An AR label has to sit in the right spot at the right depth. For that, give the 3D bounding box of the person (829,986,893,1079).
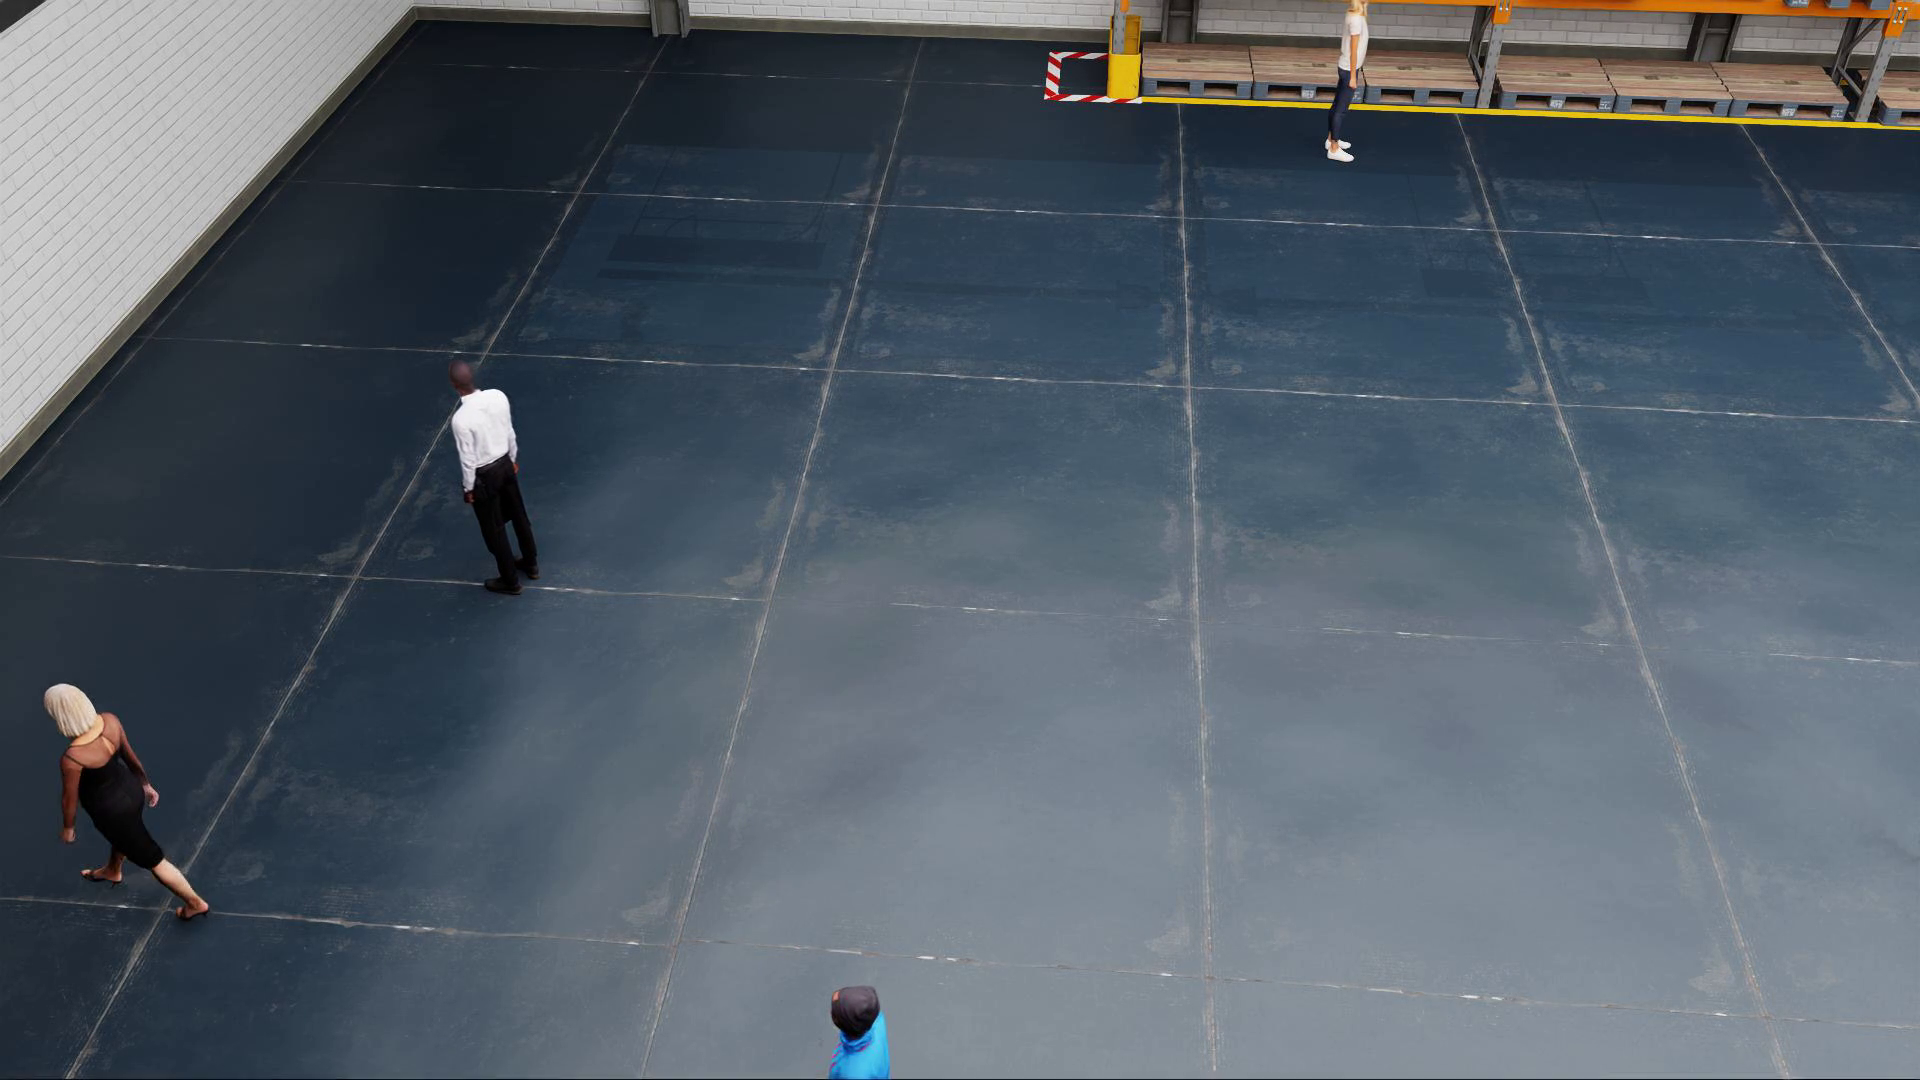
[{"bbox_3d":[-0.422,2.602,7.555,0.524,1.794,0.594,3,39,4],"label":"person"}]

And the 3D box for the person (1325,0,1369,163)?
[{"bbox_3d":[3.897,-4.729,16.723,0.495,1.808,0.583,3,39,4],"label":"person"}]

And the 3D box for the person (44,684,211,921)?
[{"bbox_3d":[-4.491,1.489,9.025,1.055,1.699,0.633,5,39,7],"label":"person"}]

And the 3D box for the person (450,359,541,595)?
[{"bbox_3d":[-3.190,-0.426,11.315,0.689,1.833,0.719,20,43,23],"label":"person"}]
